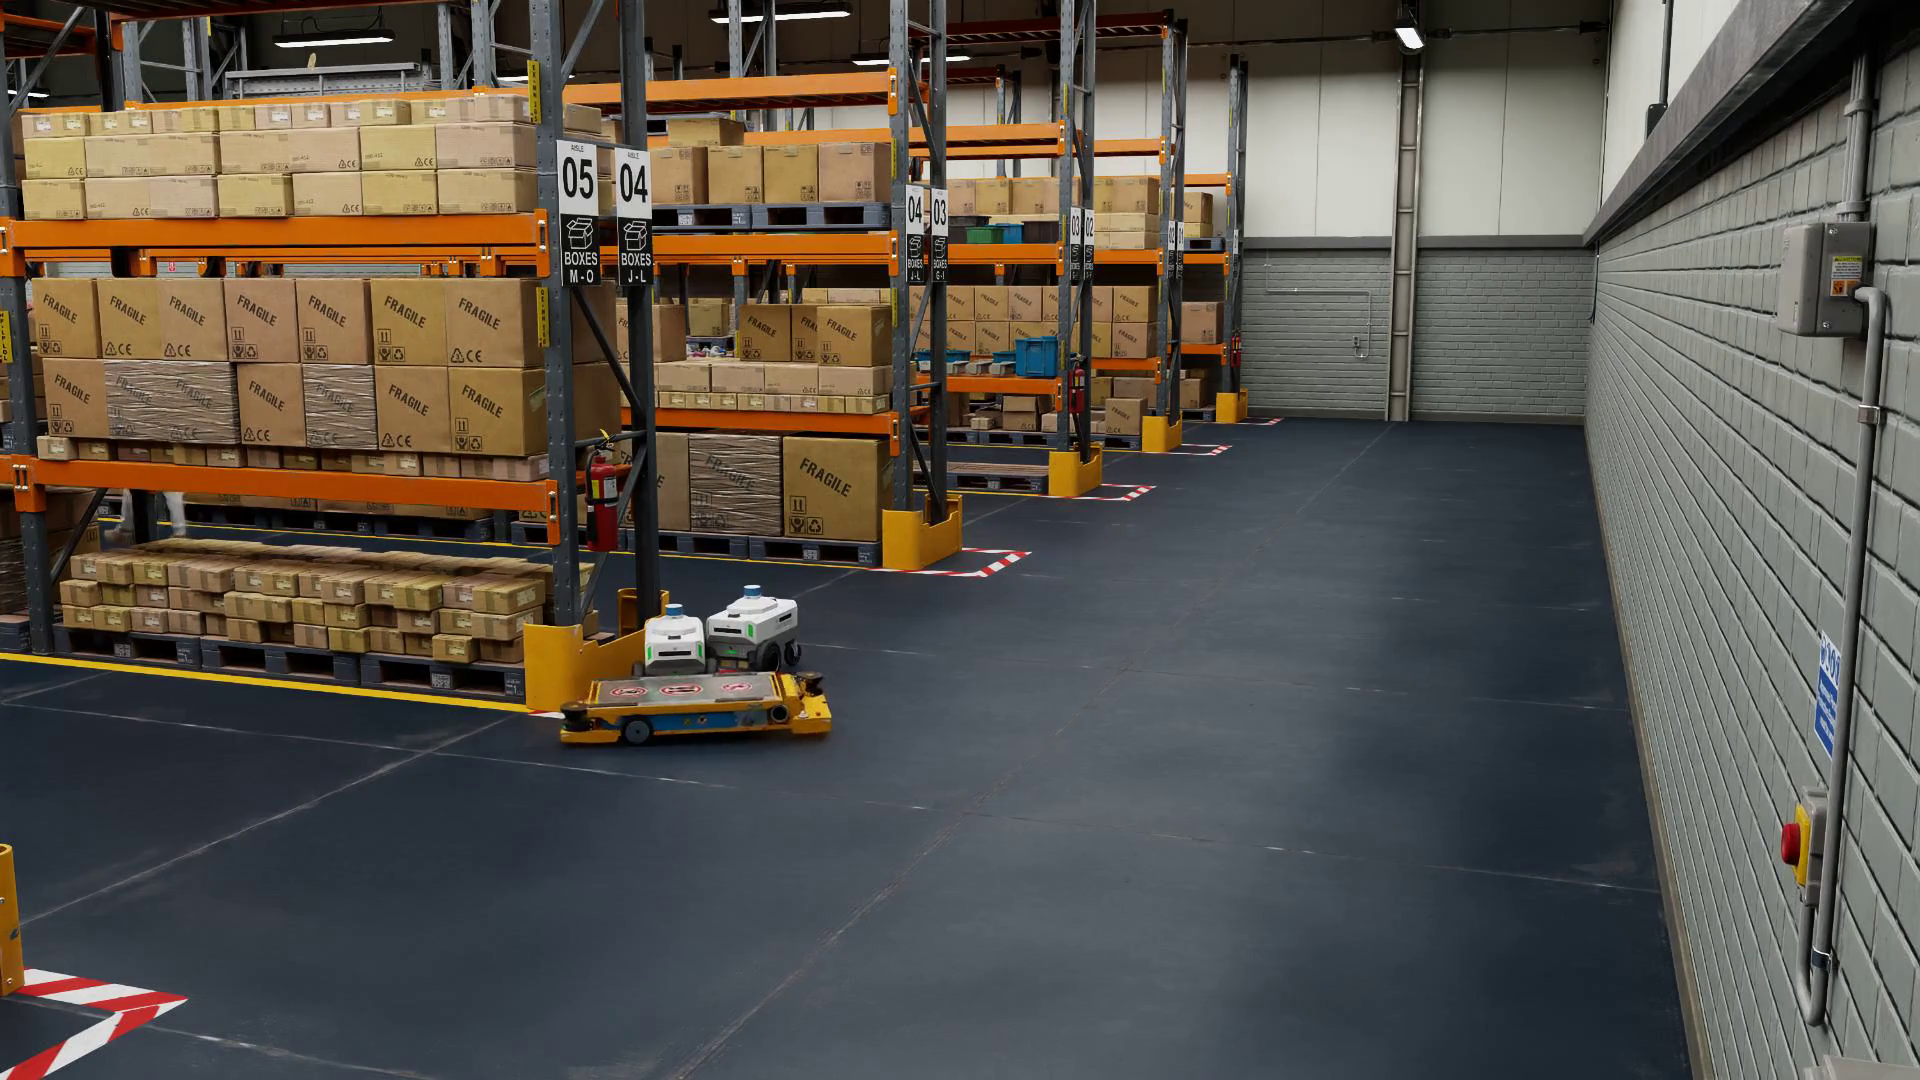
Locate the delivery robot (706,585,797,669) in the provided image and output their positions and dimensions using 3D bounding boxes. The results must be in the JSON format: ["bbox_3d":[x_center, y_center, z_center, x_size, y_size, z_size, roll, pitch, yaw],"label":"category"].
[{"bbox_3d":[-1.292,0.525,10.378,0.477,0.478,0.707,3,10,18],"label":"delivery robot"}]

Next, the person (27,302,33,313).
[{"bbox_3d":[-19.697,-4.086,35.196,0.670,1.913,0.565,3,10,17],"label":"person"}]

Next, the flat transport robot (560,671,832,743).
[{"bbox_3d":[-1.449,0.909,9.152,1.431,0.197,0.652,-2,9,-10],"label":"flat transport robot"}]

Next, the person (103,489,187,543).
[{"bbox_3d":[-7.568,-0.844,15.422,0.794,1.791,0.652,3,10,21],"label":"person"}]

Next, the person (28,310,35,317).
[{"bbox_3d":[-13.772,-2.495,25.187,0.679,1.965,1.134,7,12,39],"label":"person"}]

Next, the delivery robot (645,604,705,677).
[{"bbox_3d":[-1.679,0.620,9.783,0.477,0.478,0.707,-2,9,-10],"label":"delivery robot"}]
